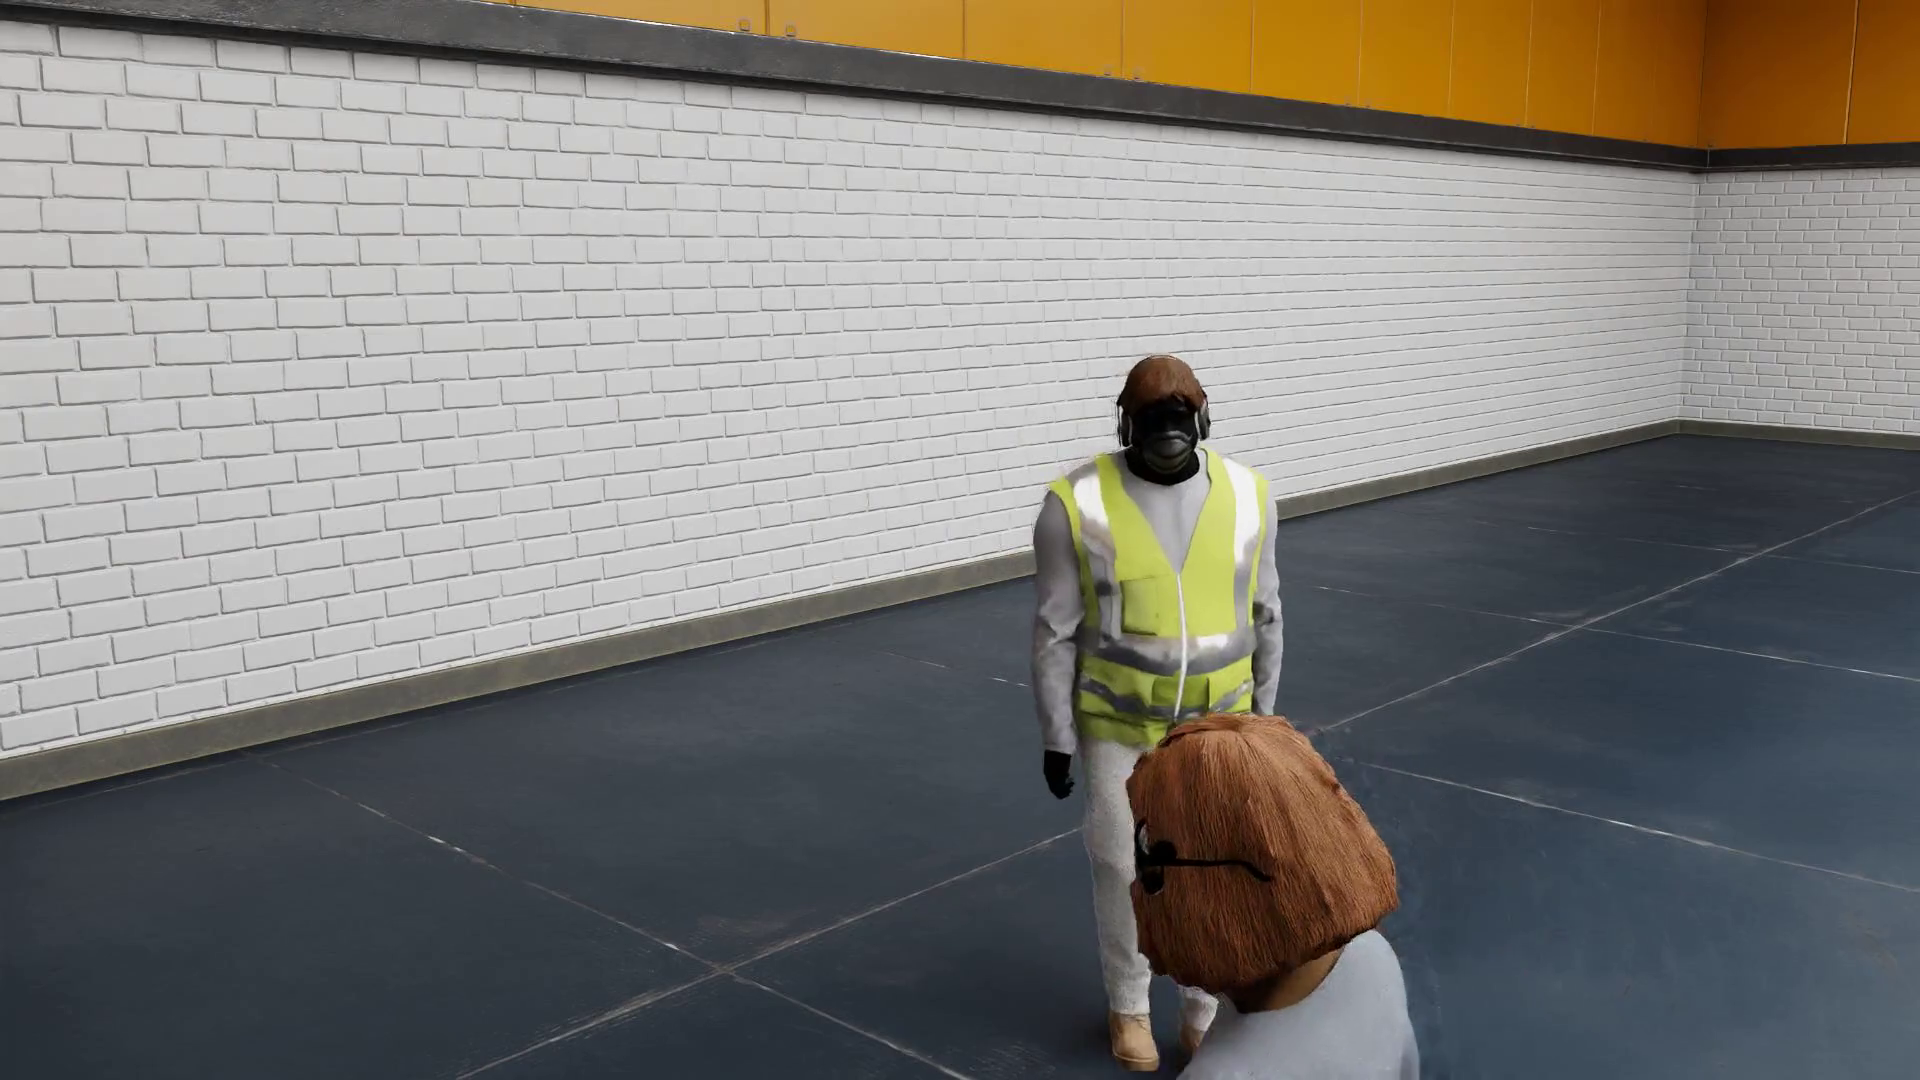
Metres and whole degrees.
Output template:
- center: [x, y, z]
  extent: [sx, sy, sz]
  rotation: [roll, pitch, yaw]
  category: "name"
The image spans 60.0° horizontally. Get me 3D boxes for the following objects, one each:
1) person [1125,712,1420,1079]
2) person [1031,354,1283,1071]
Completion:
- center: [0.325, 0.967, 1.764]
  extent: [0.345, 1.614, 0.501]
  rotation: [5, 11, 27]
  category: "person"
- center: [0.502, 0.465, 4.065]
  extent: [0.652, 1.816, 0.605]
  rotation: [-1, 10, -6]
  category: "person"
